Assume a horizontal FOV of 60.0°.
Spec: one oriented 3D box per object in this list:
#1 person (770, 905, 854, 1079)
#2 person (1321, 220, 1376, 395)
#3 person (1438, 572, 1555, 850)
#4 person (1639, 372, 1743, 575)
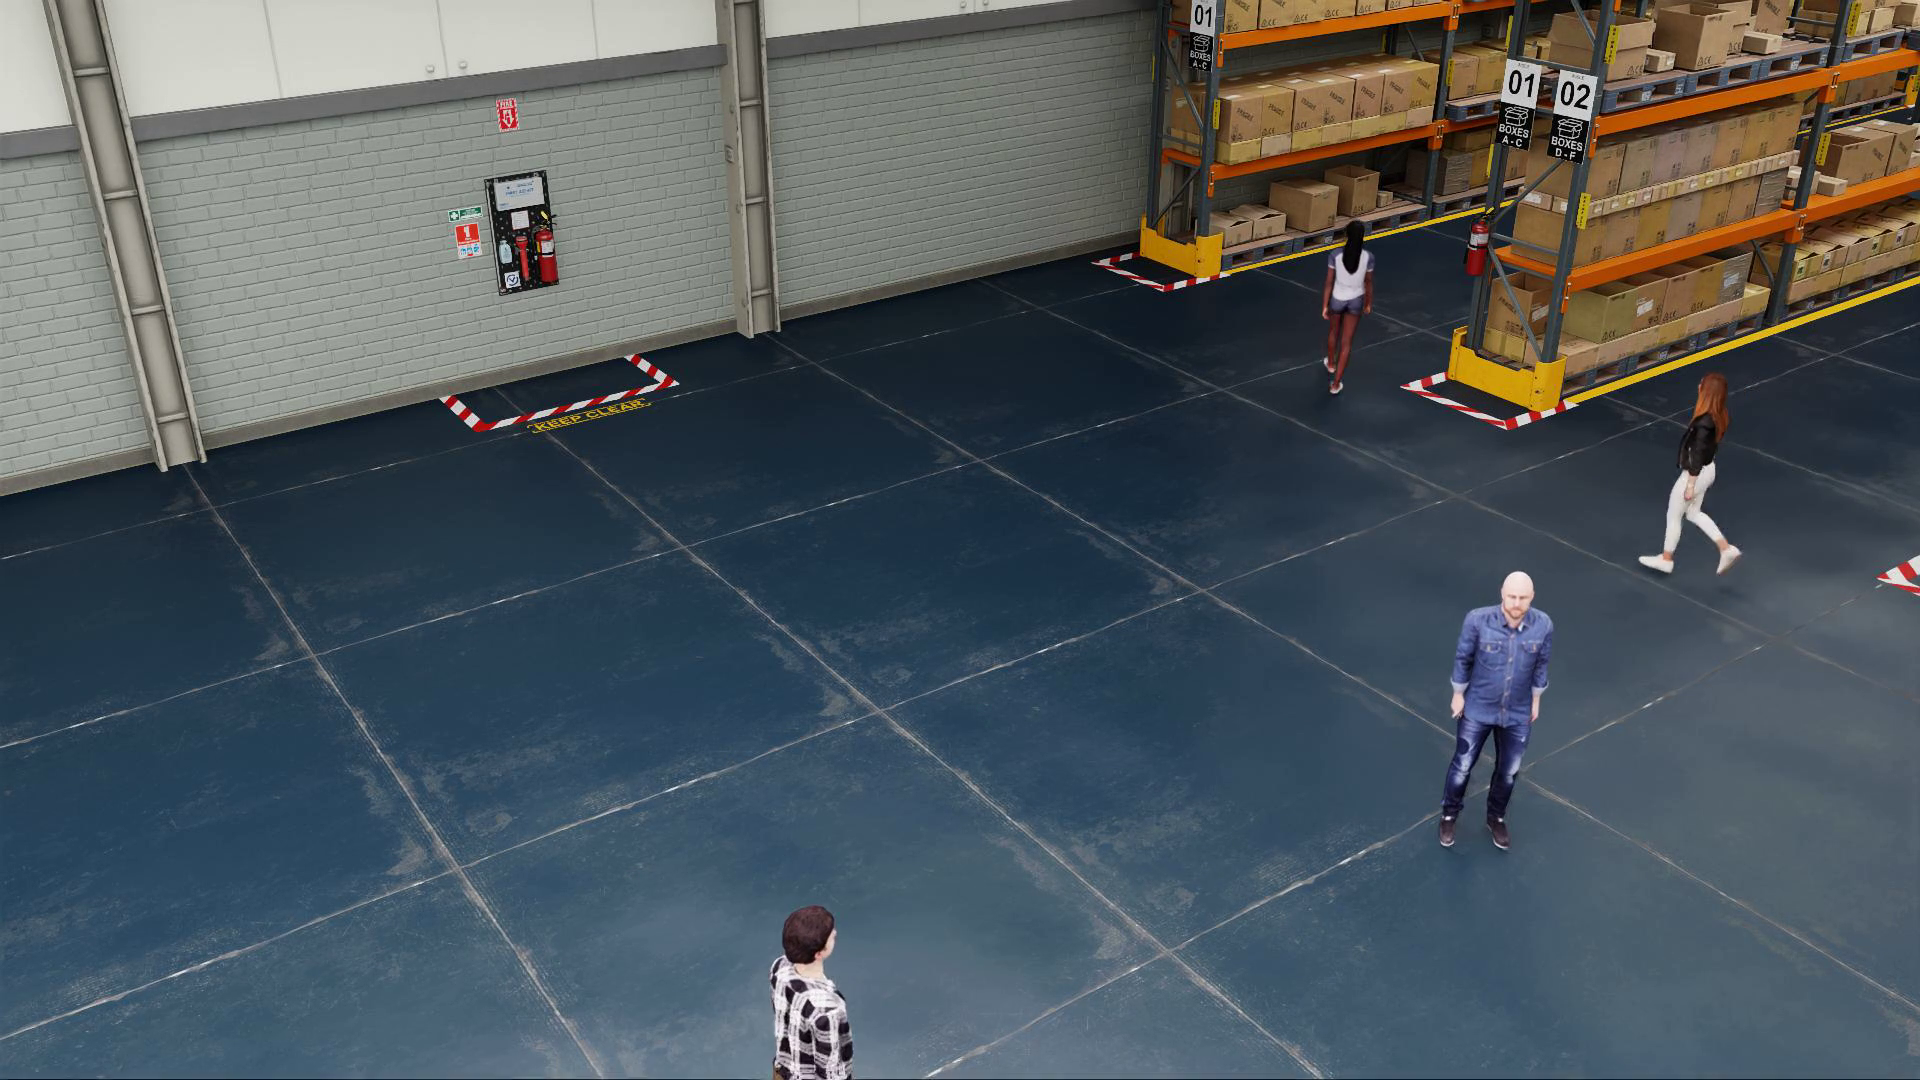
[{"bbox_3d":[-0.707,2.377,7.218,0.668,1.795,0.664,-24,36,-38],"label":"person"},{"bbox_3d":[3.788,-2.263,16.339,1.024,1.696,1.121,7,28,13],"label":"person"},{"bbox_3d":[3.178,1.002,9.857,0.770,1.825,0.856,2,27,5],"label":"person"},{"bbox_3d":[5.765,-0.459,12.847,0.798,1.683,0.948,22,34,36],"label":"person"}]
